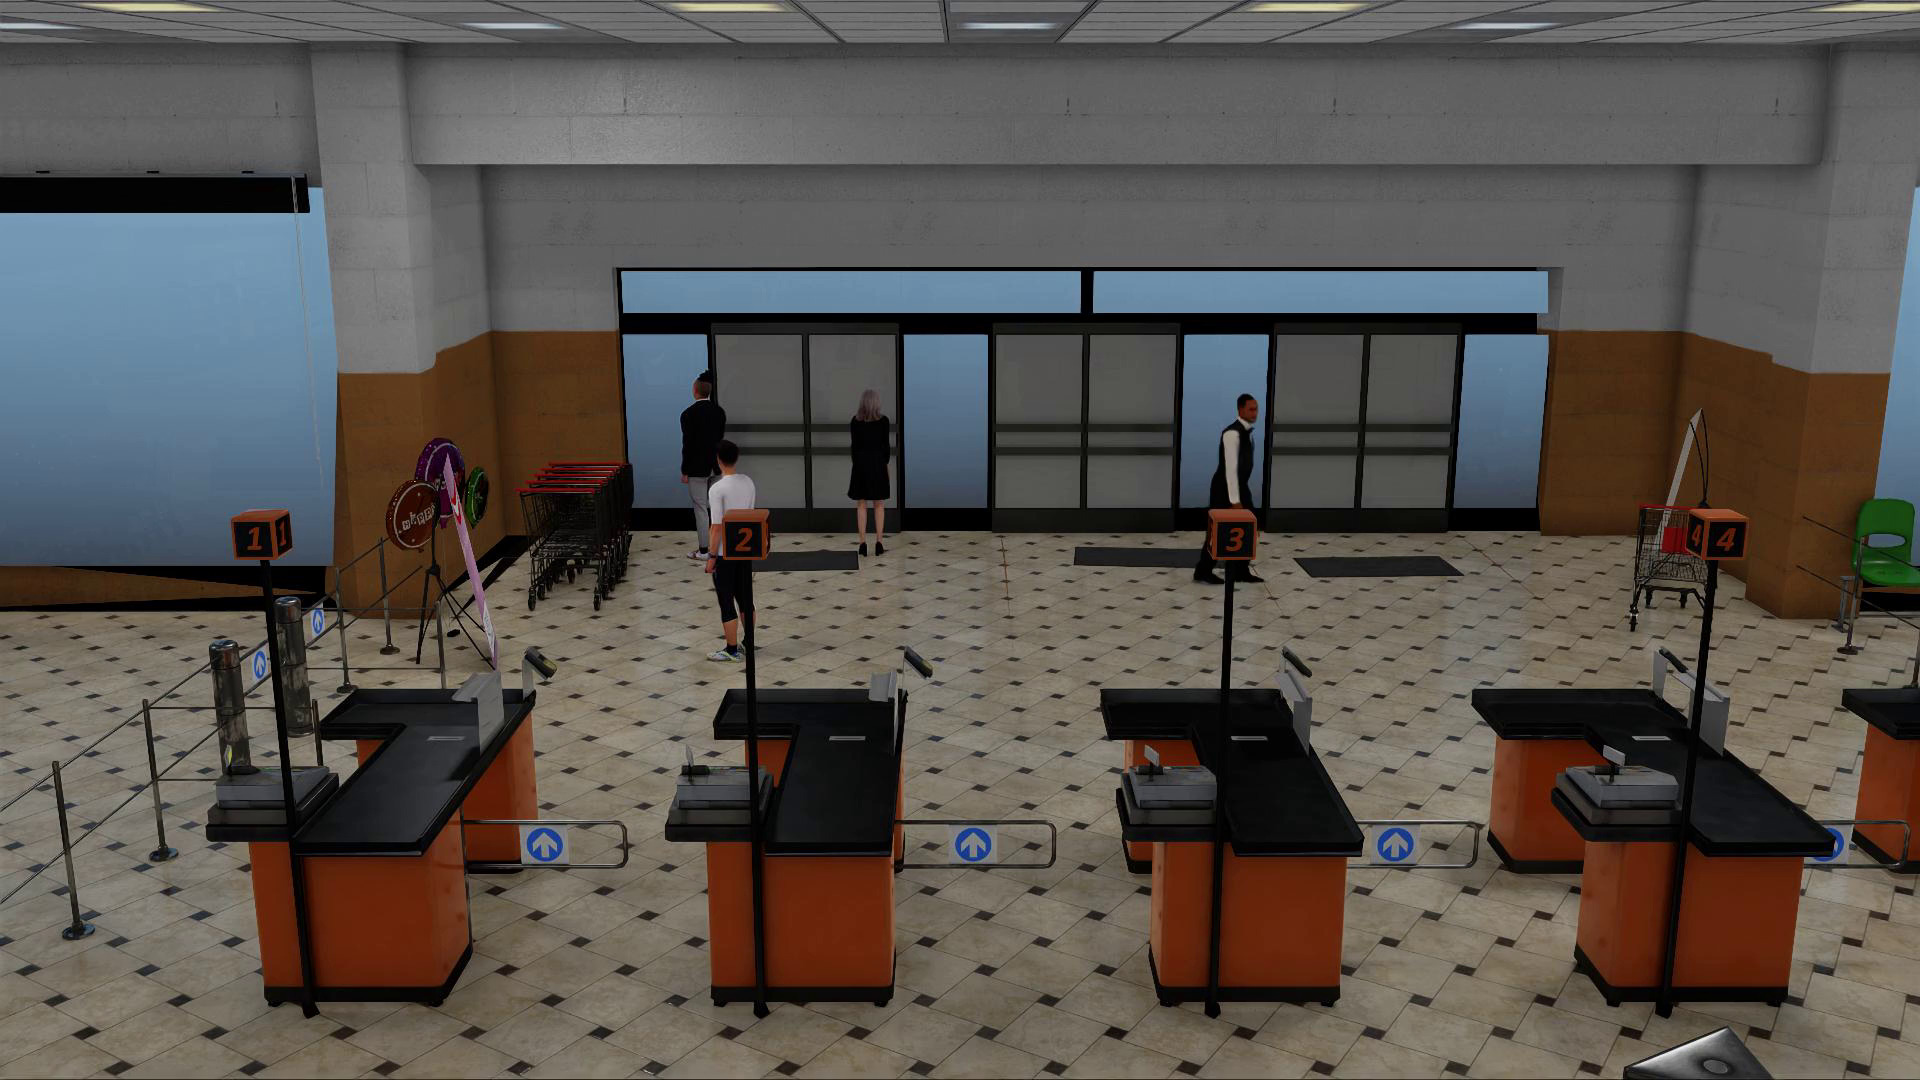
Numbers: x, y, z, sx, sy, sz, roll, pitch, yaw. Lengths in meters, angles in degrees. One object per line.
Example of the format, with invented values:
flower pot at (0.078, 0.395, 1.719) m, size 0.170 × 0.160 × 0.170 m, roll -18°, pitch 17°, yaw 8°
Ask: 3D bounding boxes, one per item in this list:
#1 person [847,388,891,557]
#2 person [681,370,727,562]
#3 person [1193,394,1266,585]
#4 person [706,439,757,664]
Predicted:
person at (-0.927, -0.705, 17.147) m, size 0.634 × 1.745 × 0.610 m, roll -2°, pitch 14°, yaw -9°
person at (-2.601, -0.773, 16.991) m, size 0.850 × 1.950 × 0.775 m, roll 12°, pitch 18°, yaw 40°
person at (2.520, -0.469, 15.904) m, size 1.032 × 1.873 × 1.021 m, roll 6°, pitch 15°, yaw 23°
person at (-1.878, 0.082, 13.677) m, size 0.820 × 1.850 × 0.701 m, roll 9°, pitch 16°, yaw 32°
